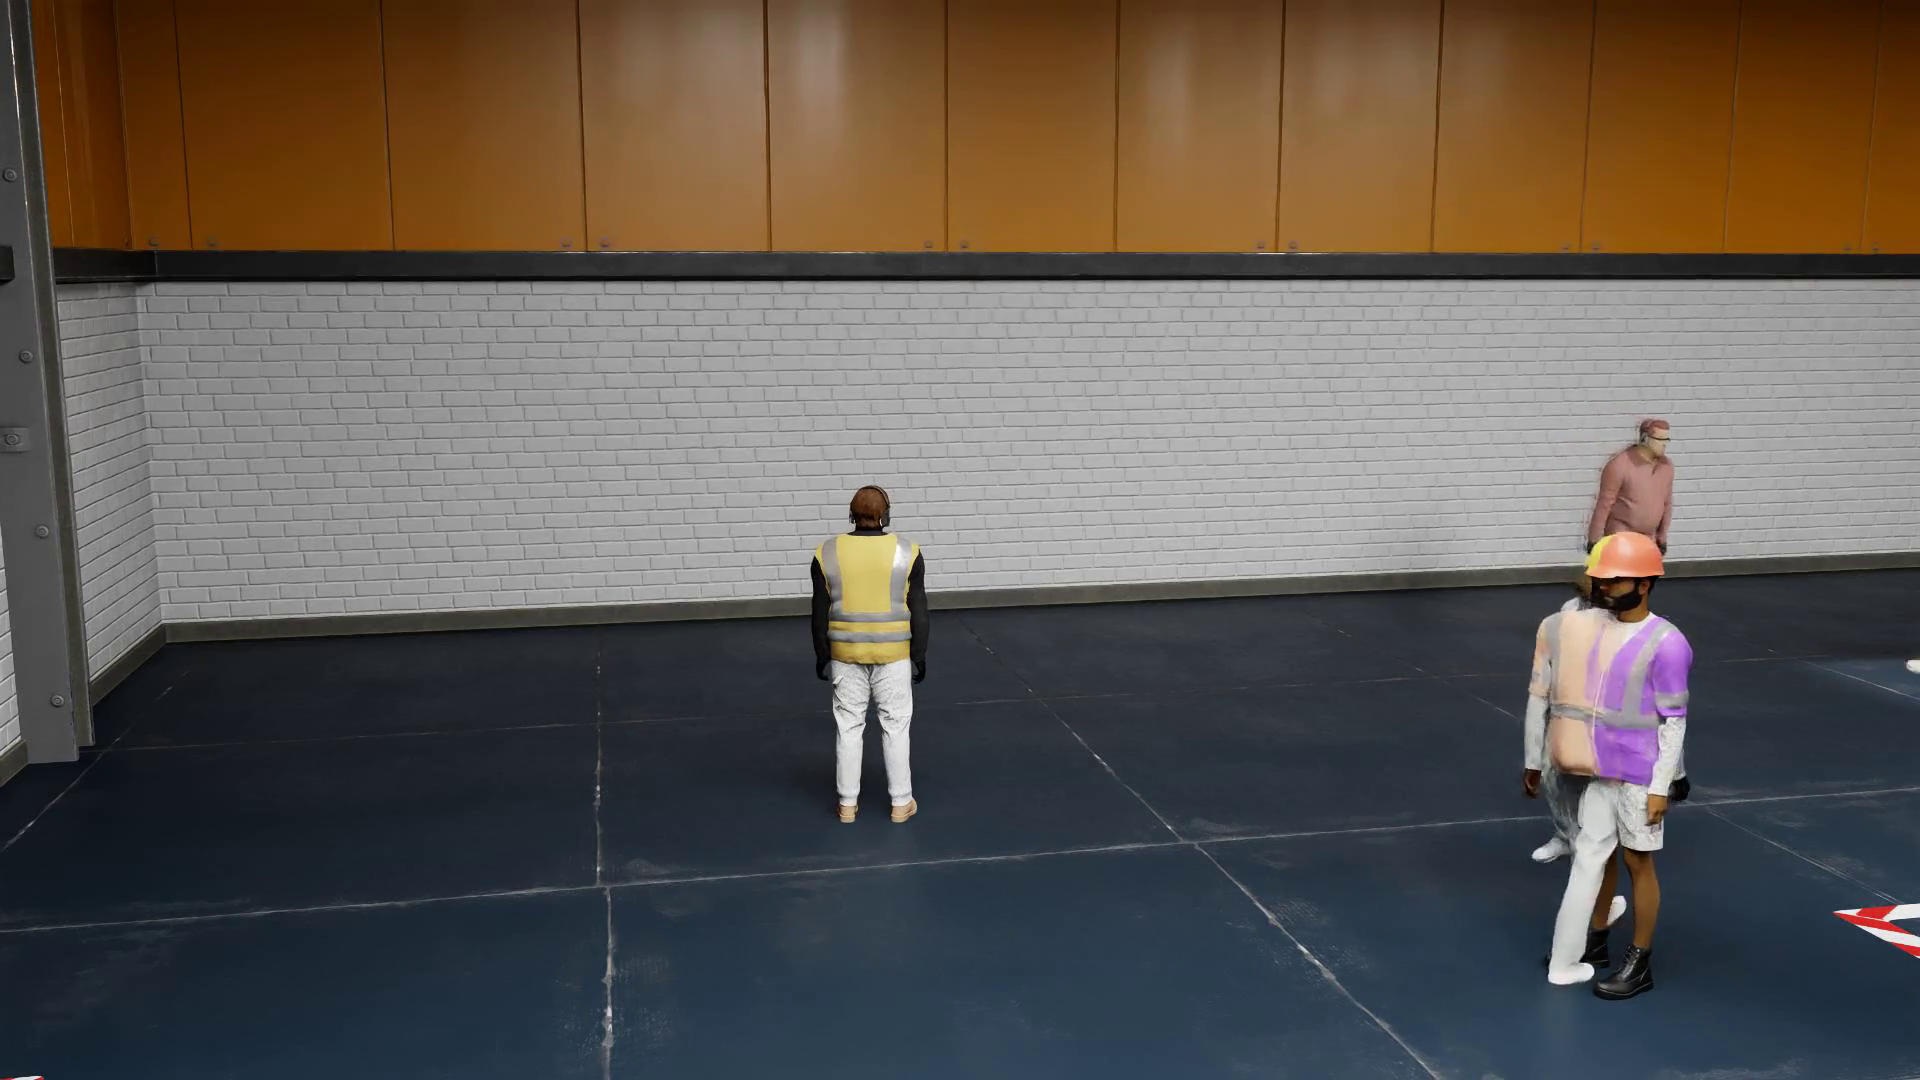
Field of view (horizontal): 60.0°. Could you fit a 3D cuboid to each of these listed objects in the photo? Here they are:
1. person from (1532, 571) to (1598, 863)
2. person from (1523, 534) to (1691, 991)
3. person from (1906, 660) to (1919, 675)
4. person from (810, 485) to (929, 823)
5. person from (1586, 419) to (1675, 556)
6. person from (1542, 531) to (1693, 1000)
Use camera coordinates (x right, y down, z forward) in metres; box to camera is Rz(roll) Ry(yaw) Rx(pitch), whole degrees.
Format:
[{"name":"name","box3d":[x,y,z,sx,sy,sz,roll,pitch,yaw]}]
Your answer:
[{"name":"person","box3d":[3.074,0.839,8.056,0.450,1.714,0.569,-8,12,-39]},{"name":"person","box3d":[2.778,0.912,7.093,0.958,1.882,0.600,-8,12,-39]},{"name":"person","box3d":[7.315,0.041,12.018,0.627,2.008,0.848,-7,11,-36]},{"name":"person","box3d":[-0.483,0.618,9.016,0.634,1.841,0.429,0,9,2]},{"name":"person","box3d":[5.245,-0.063,13.161,0.679,1.856,0.921,-4,10,-24]},{"name":"person","box3d":[2.719,0.922,6.866,0.369,1.939,0.542,-3,10,-19]}]
